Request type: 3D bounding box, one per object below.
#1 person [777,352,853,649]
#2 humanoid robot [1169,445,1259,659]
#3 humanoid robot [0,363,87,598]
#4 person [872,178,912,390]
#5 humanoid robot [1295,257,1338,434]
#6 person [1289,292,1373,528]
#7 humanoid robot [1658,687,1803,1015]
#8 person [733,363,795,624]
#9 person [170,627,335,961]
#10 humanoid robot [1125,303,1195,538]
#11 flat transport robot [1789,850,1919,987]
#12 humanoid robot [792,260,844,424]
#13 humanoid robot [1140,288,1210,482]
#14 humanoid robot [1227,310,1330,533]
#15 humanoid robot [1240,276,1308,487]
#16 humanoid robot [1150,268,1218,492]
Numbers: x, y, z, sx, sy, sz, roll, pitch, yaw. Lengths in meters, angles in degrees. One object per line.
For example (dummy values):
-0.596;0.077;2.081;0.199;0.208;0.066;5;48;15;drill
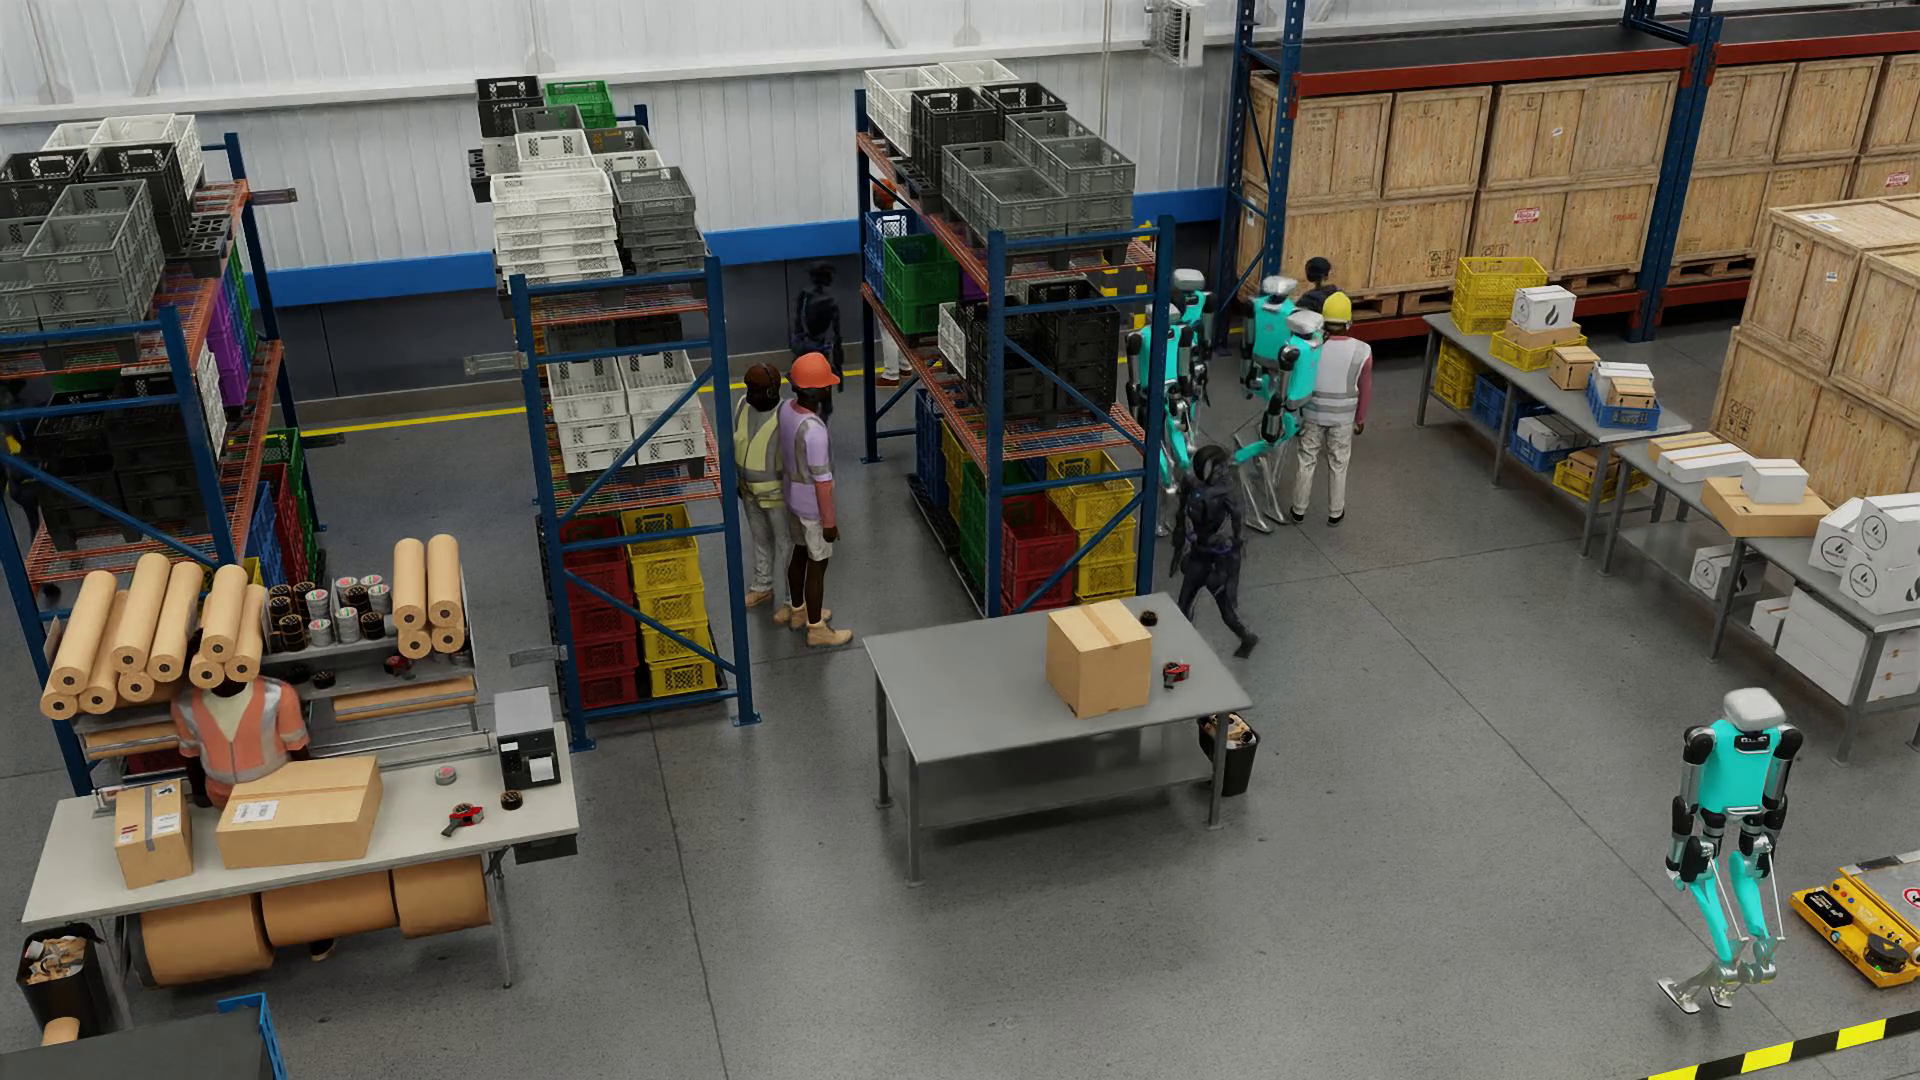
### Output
-0.942;-0.260;10.795;0.391;2.040;0.613;-14;32;-24;person
1.609;0.132;10.539;0.845;1.632;0.597;-21;35;-33;humanoid robot
-6.384;-0.430;11.515;0.588;1.647;0.695;-10;30;-18;humanoid robot
-0.617;-2.236;14.553;0.337;1.881;0.583;14;32;24;person
2.927;-1.478;13.454;0.591;1.643;0.747;-23;36;-36;humanoid robot
2.709;-0.949;12.261;0.589;1.836;0.404;6;29;11;person
3.606;1.545;7.682;0.533;1.681;0.735;-2;29;-4;humanoid robot
-1.275;-0.316;11.103;0.621;1.844;0.430;22;35;34;person
-3.455;1.244;8.146;0.602;1.957;0.365;-3;29;-6;person
1.533;-0.796;12.057;0.536;1.746;0.769;-12;31;-20;humanoid robot
5.163;1.916;8.676;1.431;0.231;0.659;-8;30;-14;flat transport robot
-1.194;-1.466;13.388;0.497;1.629;0.609;-24;37;-36;humanoid robot
1.641;-1.160;12.812;0.612;1.655;0.311;-11;31;-19;humanoid robot
2.271;-0.902;12.229;0.715;1.749;0.541;23;36;36;humanoid robot
2.496;-1.254;12.915;0.530;1.781;0.788;18;34;30;humanoid robot
1.744;-1.108;12.741;0.545;1.871;0.726;-9;30;-15;humanoid robot
